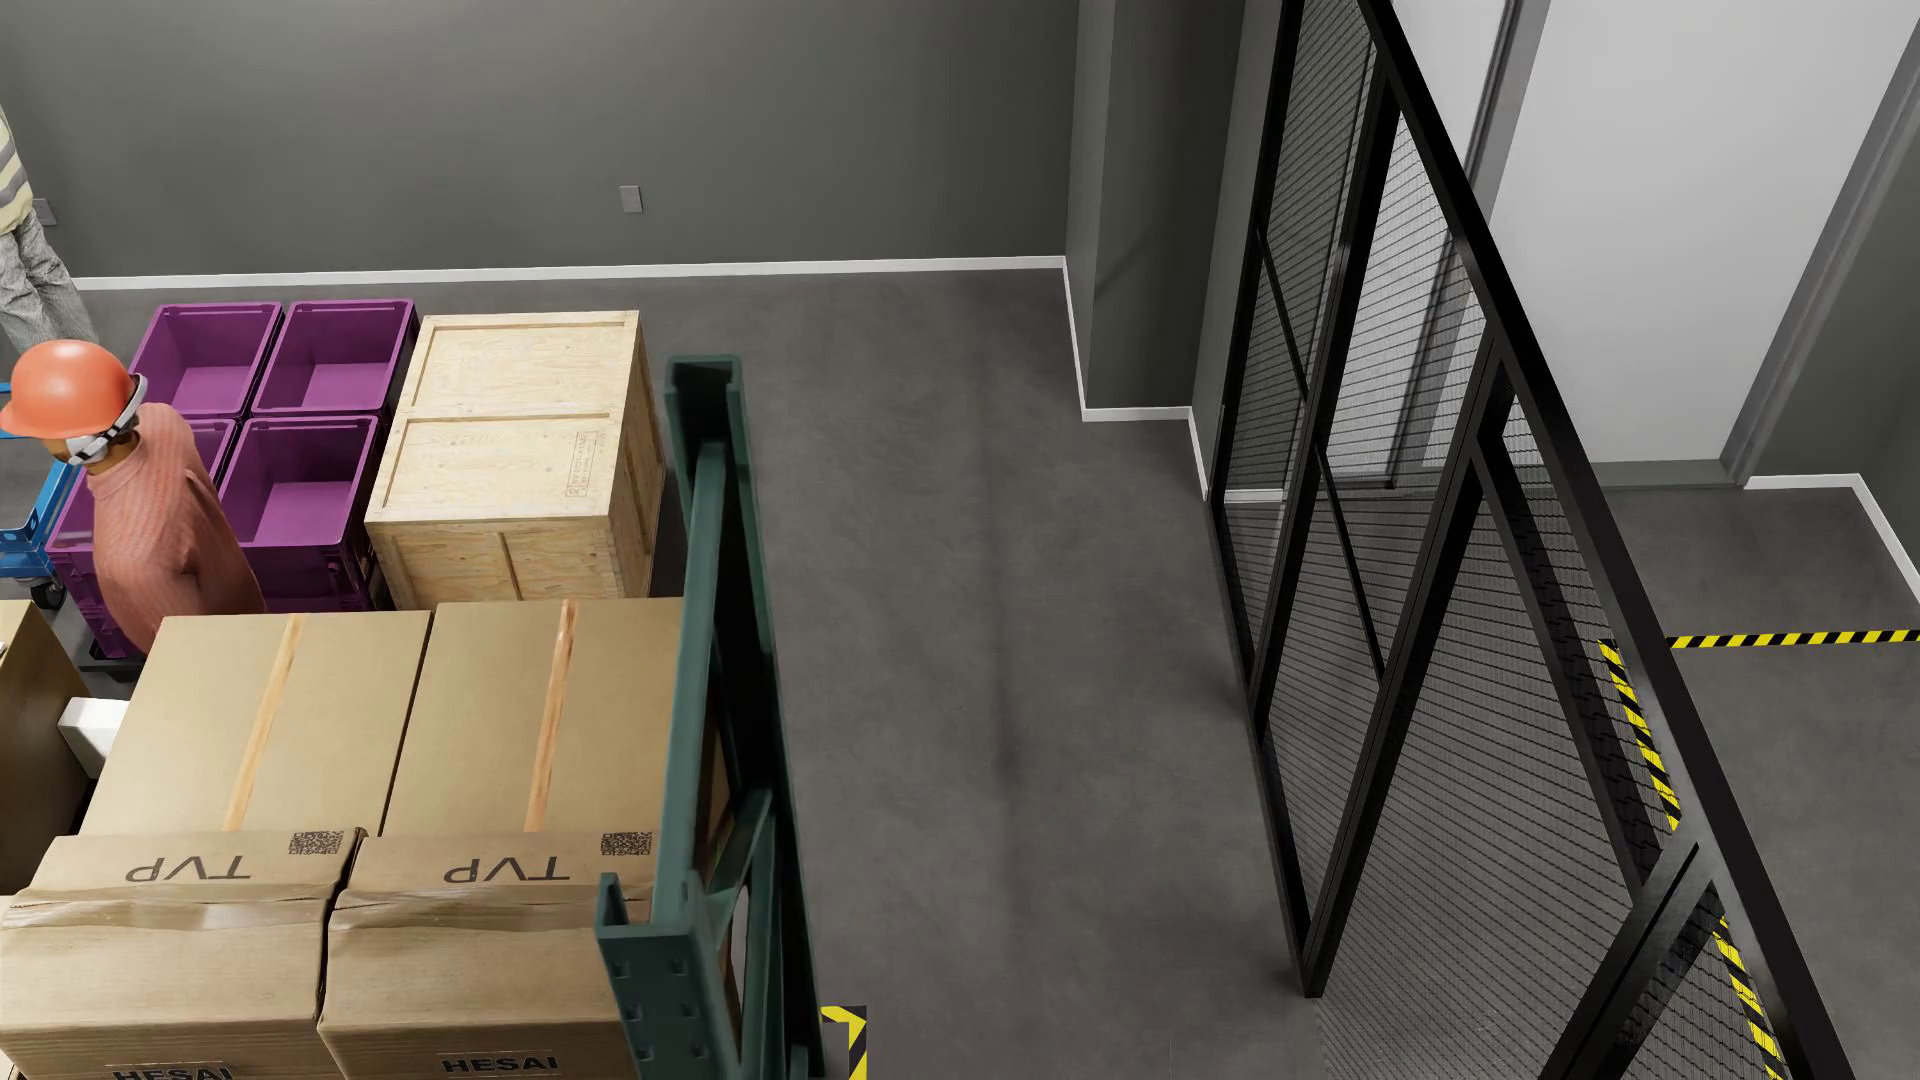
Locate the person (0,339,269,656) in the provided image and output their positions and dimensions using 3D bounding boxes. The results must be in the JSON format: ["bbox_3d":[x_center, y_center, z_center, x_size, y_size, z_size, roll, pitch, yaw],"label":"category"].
[{"bbox_3d":[-2.039,0.255,4.475,0.377,1.995,0.608,-12,47,-11],"label":"person"}]

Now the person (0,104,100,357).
[{"bbox_3d":[-3.537,-1.189,5.972,0.403,1.821,0.591,0,46,0],"label":"person"}]
